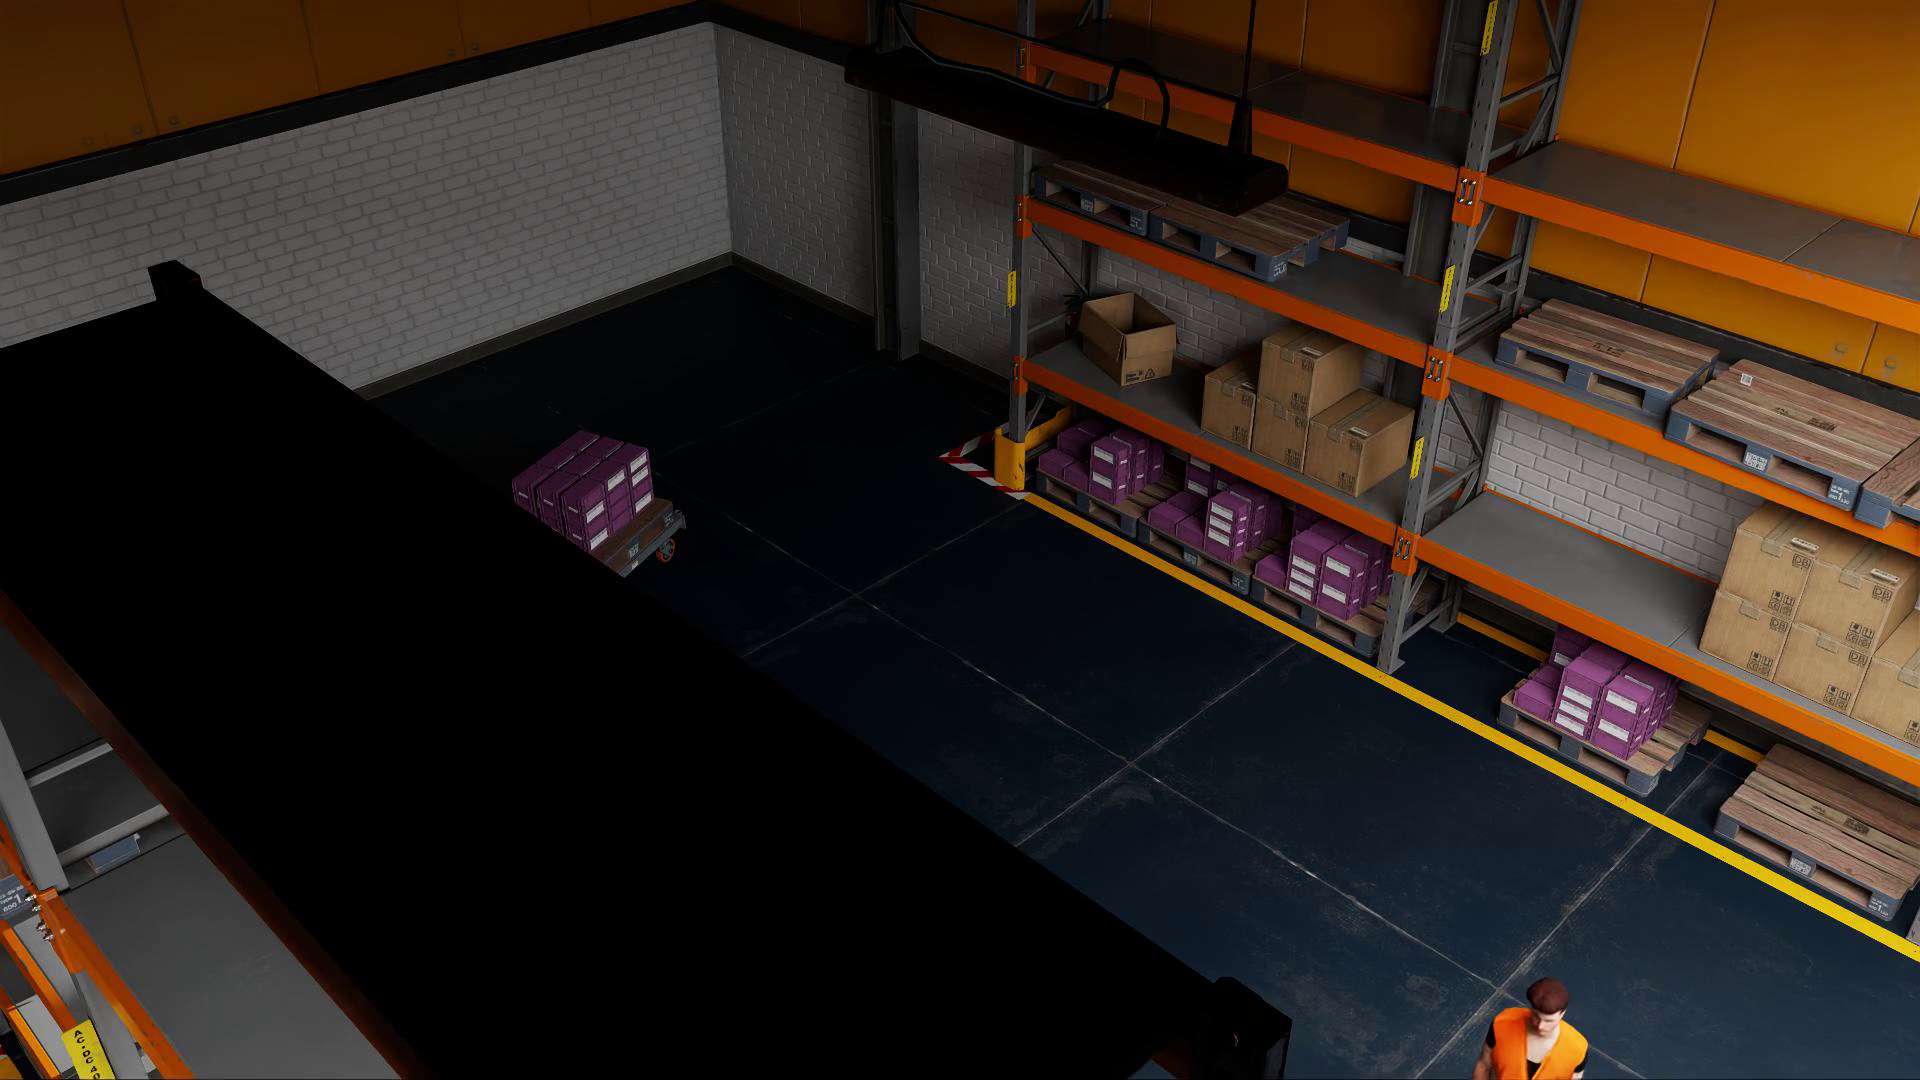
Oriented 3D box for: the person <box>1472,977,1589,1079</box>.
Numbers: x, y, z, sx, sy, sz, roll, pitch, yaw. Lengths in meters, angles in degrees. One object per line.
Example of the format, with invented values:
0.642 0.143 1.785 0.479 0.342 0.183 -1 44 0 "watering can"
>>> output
2.877 2.900 8.536 0.682 1.880 0.806 15 36 21 "person"
